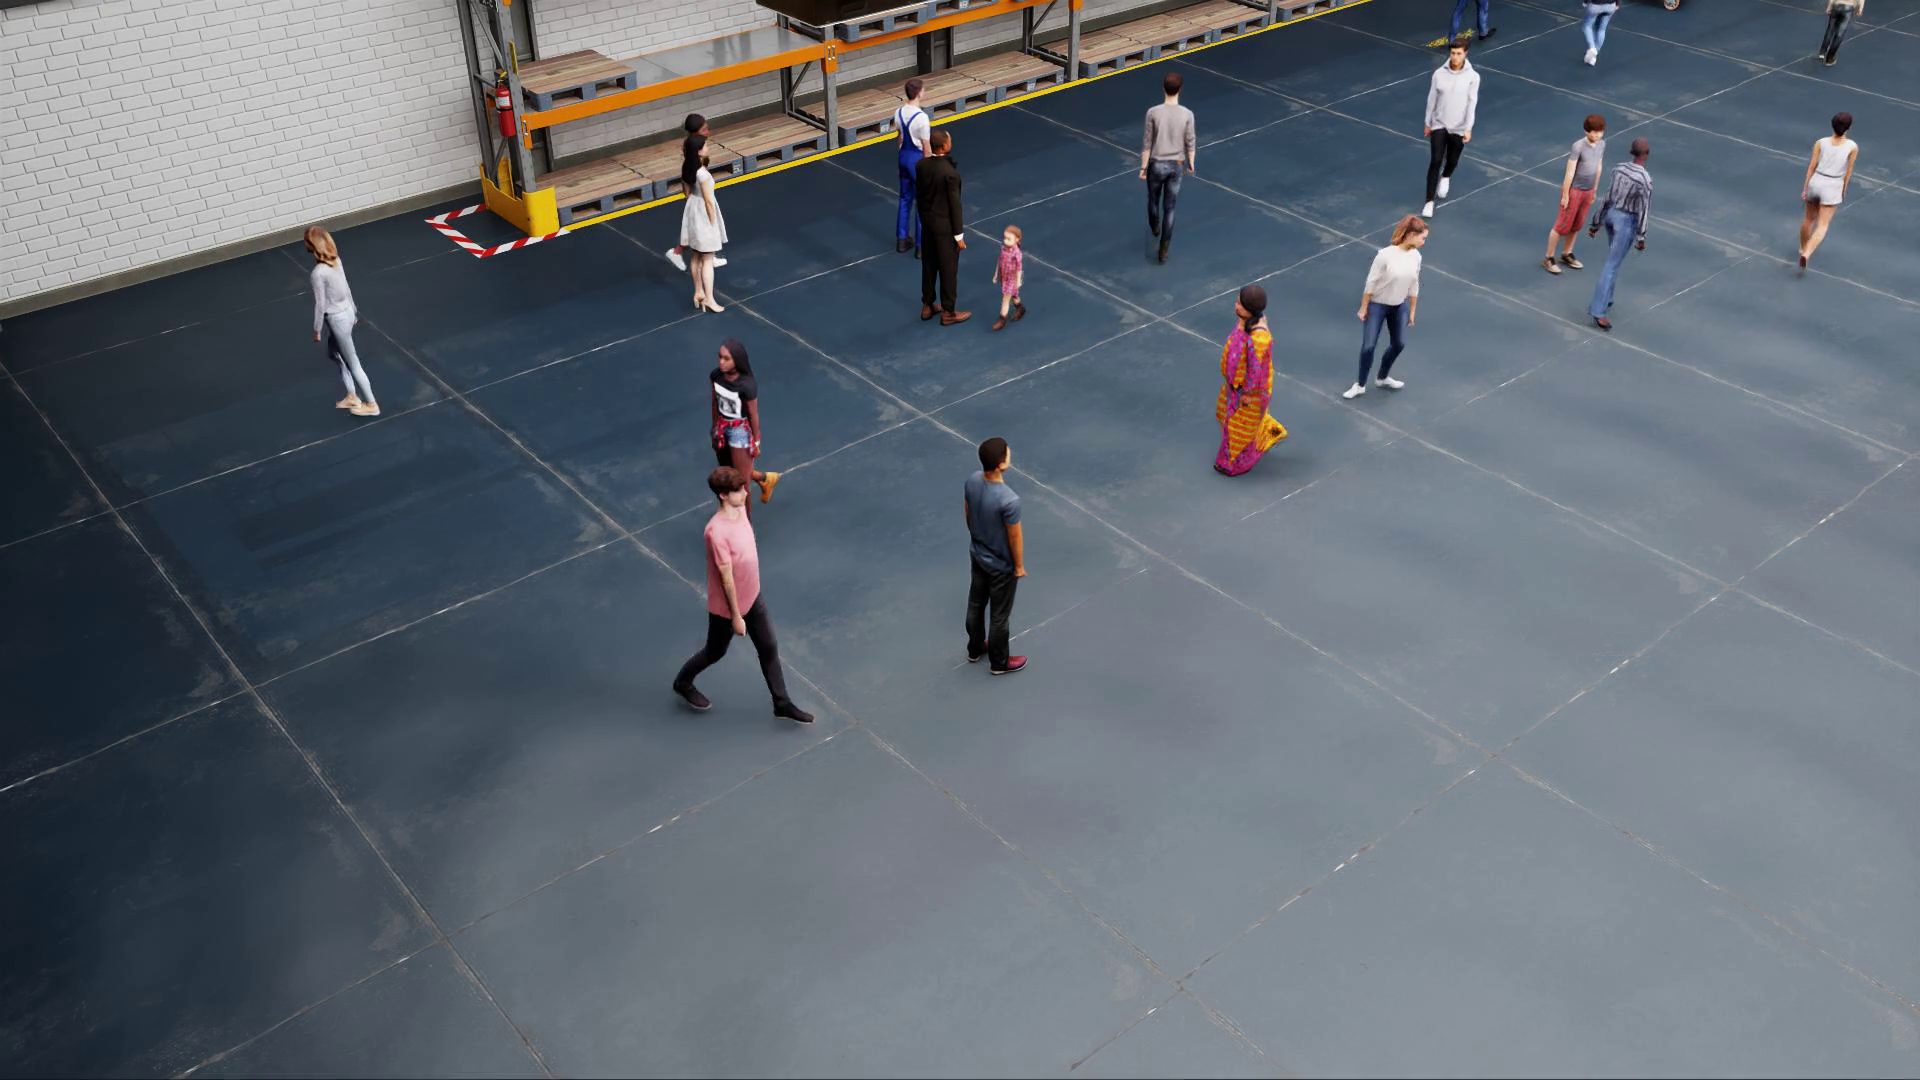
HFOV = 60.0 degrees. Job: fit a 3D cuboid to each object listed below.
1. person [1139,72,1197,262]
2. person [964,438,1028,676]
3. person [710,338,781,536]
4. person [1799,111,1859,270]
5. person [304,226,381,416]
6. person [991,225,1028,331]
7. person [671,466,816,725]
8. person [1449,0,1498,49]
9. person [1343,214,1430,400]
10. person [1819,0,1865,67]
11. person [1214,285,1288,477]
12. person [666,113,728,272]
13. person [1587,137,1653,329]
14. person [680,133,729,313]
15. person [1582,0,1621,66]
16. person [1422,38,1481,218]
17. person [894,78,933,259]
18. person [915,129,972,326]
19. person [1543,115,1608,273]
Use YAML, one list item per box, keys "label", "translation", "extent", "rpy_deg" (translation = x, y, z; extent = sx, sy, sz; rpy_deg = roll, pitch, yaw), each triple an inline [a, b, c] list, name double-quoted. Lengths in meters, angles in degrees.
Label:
- label: "person"
  translation: [2.114, -3.771, 17.043]
  extent: [1.176, 1.864, 1.261]
  rpy_deg: [4, 34, 6]
- label: "person"
  translation: [0.223, 0.102, 11.265]
  extent: [0.526, 1.810, 0.656]
  rpy_deg: [-26, 42, -34]
- label: "person"
  translation: [-1.644, -0.794, 12.705]
  extent: [0.713, 1.708, 0.974]
  rpy_deg: [24, 40, 31]
- label: "person"
  translation: [8.806, -3.541, 16.957]
  extent: [0.687, 1.577, 1.029]
  rpy_deg: [24, 40, 31]
- label: "person"
  translation: [-5.217, -1.838, 14.210]
  extent: [0.816, 1.781, 0.756]
  rpy_deg: [3, 34, 5]
- label: "person"
  translation: [0.504, -2.557, 15.981]
  extent: [0.694, 1.018, 0.434]
  rpy_deg: [-23, 40, -31]
- label: "person"
  translation: [-1.552, 0.386, 10.742]
  extent: [1.150, 1.915, 1.262]
  rpy_deg: [10, 35, 15]
- label: "person"
  translation: [7.034, -7.735, 23.013]
  extent: [1.065, 1.857, 0.746]
  rpy_deg: [-21, 39, -29]
- label: "person"
  translation: [3.669, -2.028, 14.561]
  extent: [0.710, 1.708, 0.889]
  rpy_deg: [1, 34, 1]
- label: "person"
  translation: [11.923, -7.151, 22.502]
  extent: [0.591, 1.450, 0.660]
  rpy_deg: [29, 43, 36]
- label: "person"
  translation: [2.398, -1.300, 13.512]
  extent: [0.981, 1.657, 0.885]
  rpy_deg: [-3, 34, -5]
- label: "person"
  translation: [-2.709, -3.454, 16.732]
  extent: [0.952, 1.680, 0.737]
  rpy_deg: [-17, 37, -24]
- label: "person"
  translation: [6.262, -2.930, 15.873]
  extent: [0.898, 1.758, 0.912]
  rpy_deg: [-7, 34, -10]
- label: "person"
  translation: [-2.487, -3.060, 16.055]
  extent: [0.652, 1.773, 0.664]
  rpy_deg: [-21, 39, -28]
- label: "person"
  translation: [8.649, -7.174, 22.384]
  extent: [0.853, 1.619, 0.913]
  rpy_deg: [3, 34, 4]
- label: "person"
  translation: [5.359, -4.543, 18.171]
  extent: [1.101, 1.900, 1.261]
  rpy_deg: [9, 35, 13]
- label: "person"
  translation: [-0.483, -3.847, 17.172]
  extent: [0.638, 1.847, 0.585]
  rpy_deg: [28, 43, 35]
- label: "person"
  translation: [-0.188, -2.976, 15.810]
  extent: [0.728, 1.904, 0.652]
  rpy_deg: [27, 42, 34]
- label: "person"
  translation: [6.276, -3.544, 16.904]
  extent: [0.599, 1.641, 0.713]
  rpy_deg: [-12, 35, -17]
